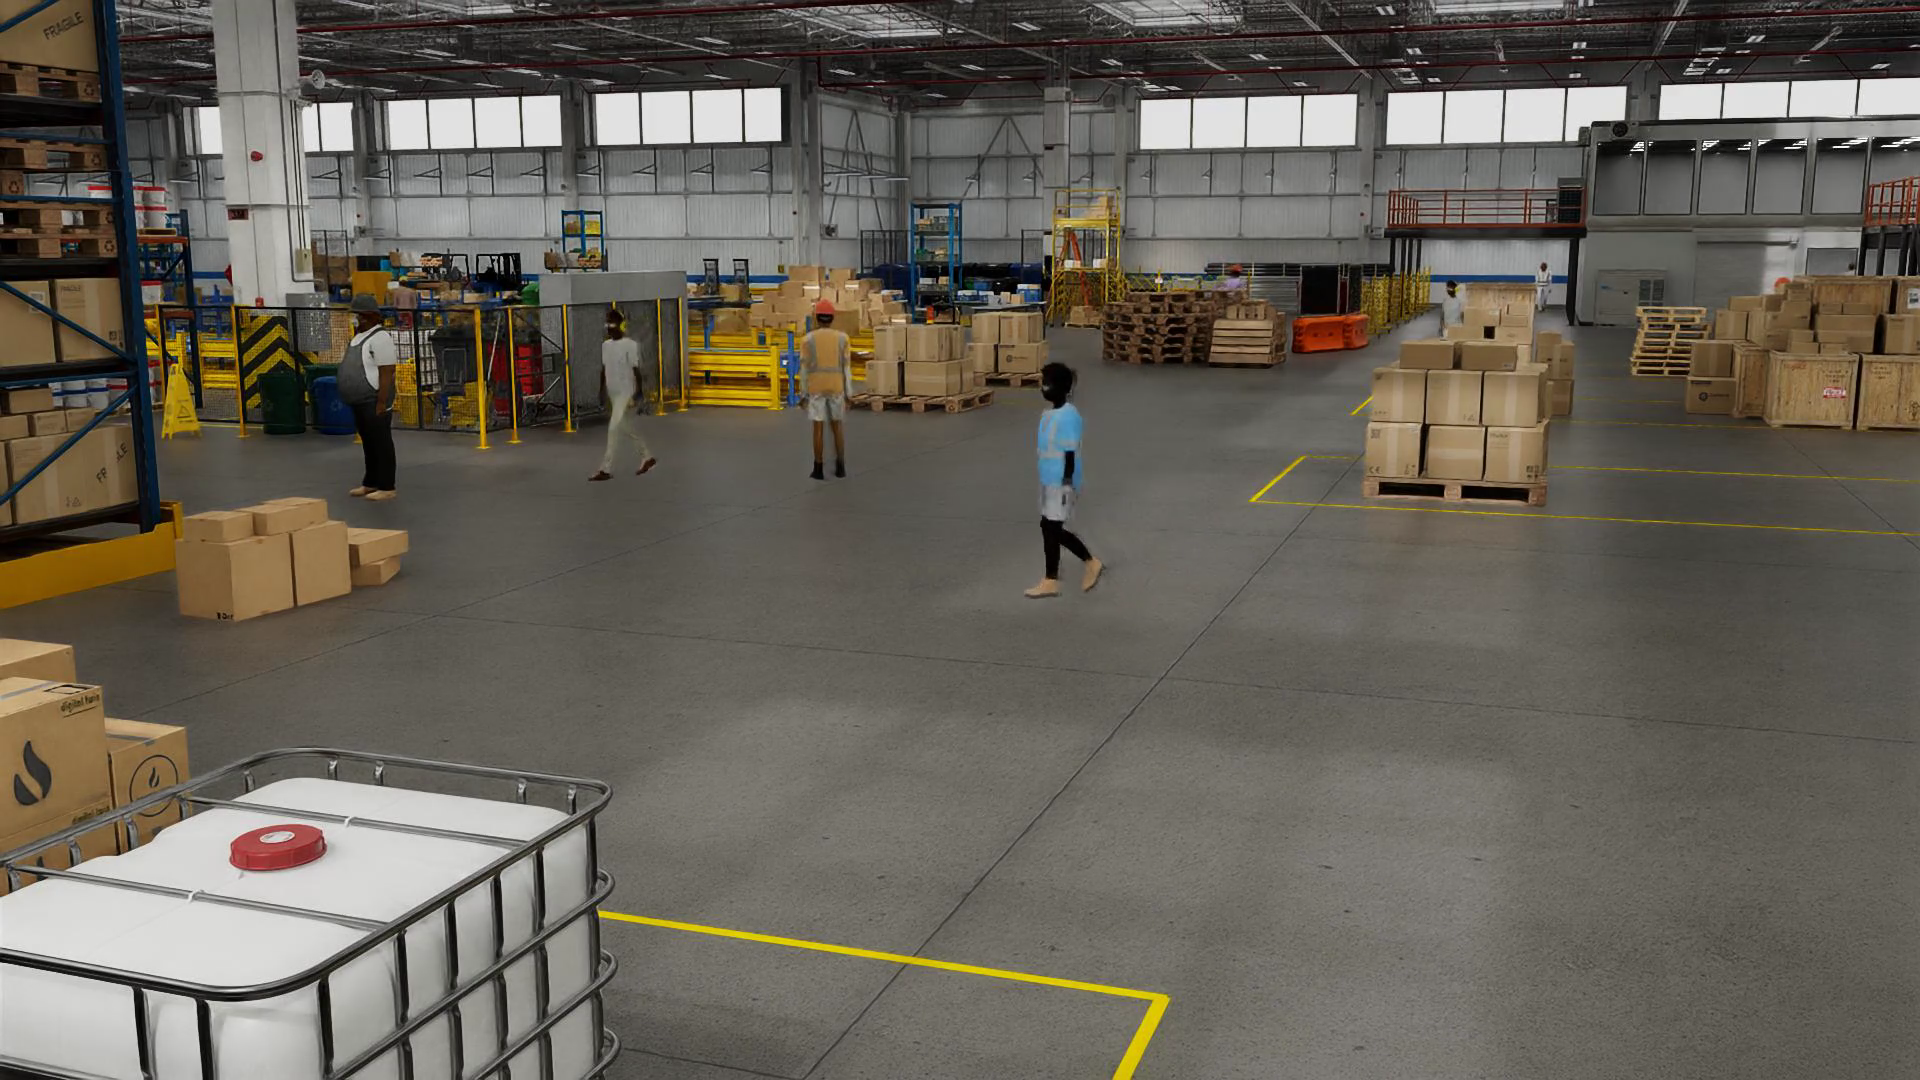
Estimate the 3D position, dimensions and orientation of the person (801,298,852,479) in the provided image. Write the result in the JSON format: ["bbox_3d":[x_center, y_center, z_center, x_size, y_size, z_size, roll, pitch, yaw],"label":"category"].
[{"bbox_3d":[-1.444,-1.626,17.887,0.551,1.934,0.373,-3,10,-15],"label":"person"}]

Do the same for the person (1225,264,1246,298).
[{"bbox_3d":[6.953,-5.871,41.552,0.637,2.018,0.824,9,14,42],"label":"person"}]

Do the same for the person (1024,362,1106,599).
[{"bbox_3d":[0.720,-0.409,11.720,0.472,1.684,0.551,-3,11,-16],"label":"person"}]

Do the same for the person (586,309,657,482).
[{"bbox_3d":[-3.646,-1.567,17.885,0.527,1.827,0.997,8,13,39],"label":"person"}]

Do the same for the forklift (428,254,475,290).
[{"bbox_3d":[-20.133,-10.254,65.465,1.157,1.987,2.680,3,11,19],"label":"forklift"}]

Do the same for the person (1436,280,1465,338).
[{"bbox_3d":[9.118,-3.886,30.826,0.426,1.854,0.552,-7,12,-35],"label":"person"}]

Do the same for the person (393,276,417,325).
[{"bbox_3d":[-13.164,-5.379,39.502,0.525,1.770,0.307,-3,11,-19],"label":"person"}]

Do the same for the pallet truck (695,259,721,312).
[{"bbox_3d":[-9.165,-9.627,62.776,0.823,1.965,1.885,4,11,23],"label":"pallet truck"}]

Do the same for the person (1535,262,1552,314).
[{"bbox_3d":[21.240,-9.179,60.608,0.587,1.872,0.458,4,11,19],"label":"person"}]

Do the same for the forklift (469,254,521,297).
[{"bbox_3d":[-17.990,-10.121,64.684,1.157,1.987,2.680,3,11,17],"label":"forklift"}]

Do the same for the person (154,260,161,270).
[{"bbox_3d":[-33.887,-10.908,70.411,0.378,1.844,0.569,0,10,0],"label":"person"}]

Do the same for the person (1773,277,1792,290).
[{"bbox_3d":[13.164,-3.208,26.658,0.609,1.986,0.390,-10,14,-43],"label":"person"}]

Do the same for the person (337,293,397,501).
[{"bbox_3d":[-5.831,-1.404,16.342,0.537,2.000,0.678,-8,13,-39],"label":"person"}]

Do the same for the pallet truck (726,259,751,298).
[{"bbox_3d":[-7.986,-9.493,62.019,0.823,1.965,1.885,3,11,17],"label":"pallet truck"}]
